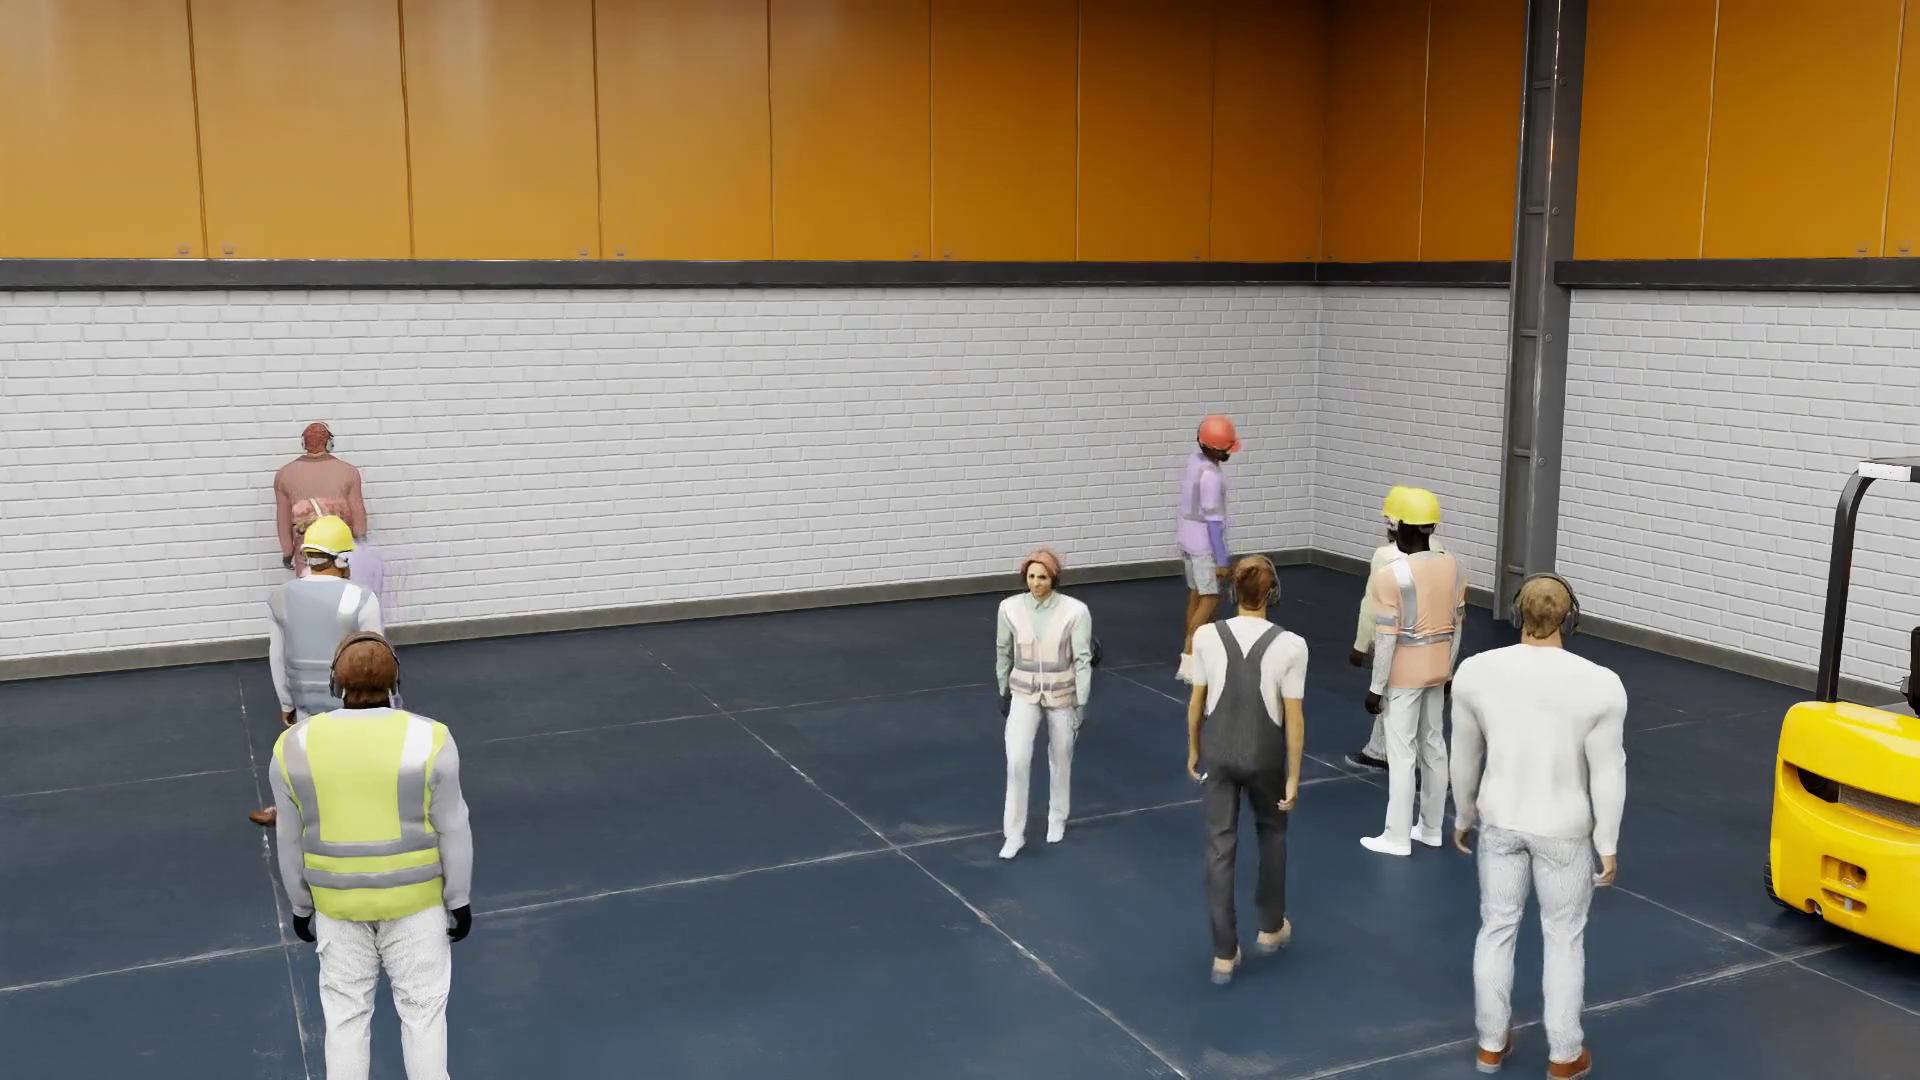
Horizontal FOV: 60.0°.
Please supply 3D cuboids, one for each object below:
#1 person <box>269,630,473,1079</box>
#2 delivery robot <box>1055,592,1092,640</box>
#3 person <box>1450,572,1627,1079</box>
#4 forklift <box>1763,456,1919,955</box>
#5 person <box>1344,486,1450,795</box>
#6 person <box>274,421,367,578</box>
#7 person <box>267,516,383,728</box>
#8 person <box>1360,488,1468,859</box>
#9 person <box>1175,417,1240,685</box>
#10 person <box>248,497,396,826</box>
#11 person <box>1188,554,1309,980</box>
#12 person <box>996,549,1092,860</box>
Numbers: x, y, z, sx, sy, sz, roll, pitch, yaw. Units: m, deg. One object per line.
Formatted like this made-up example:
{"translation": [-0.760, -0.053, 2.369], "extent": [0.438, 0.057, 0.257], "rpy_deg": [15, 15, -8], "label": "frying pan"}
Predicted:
{"translation": [-1.963, 1.214, 5.651], "extent": [0.633, 1.843, 0.429], "rpy_deg": [-1, 9, -4], "label": "person"}
{"translation": [0.701, 0.646, 12.866], "extent": [0.477, 0.478, 0.707], "rpy_deg": [-6, 11, -33], "label": "delivery robot"}
{"translation": [2.146, 1.076, 6.217], "extent": [0.633, 1.940, 0.383], "rpy_deg": [6, 11, 31], "label": "person"}
{"translation": [4.857, 0.731, 7.561], "extent": [2.313, 2.155, 1.214], "rpy_deg": [-4, 10, -25], "label": "forklift"}
{"translation": [2.605, 0.578, 9.777], "extent": [0.591, 1.796, 0.855], "rpy_deg": [-7, 12, -39], "label": "person"}
{"translation": [-4.830, 0.054, 12.648], "extent": [0.643, 1.910, 0.400], "rpy_deg": [-1, 9, -7], "label": "person"}
{"translation": [-3.120, 0.790, 8.322], "extent": [0.599, 1.827, 0.404], "rpy_deg": [1, 9, 8], "label": "person"}
{"translation": [2.350, 0.689, 8.638], "extent": [0.588, 1.930, 0.359], "rpy_deg": [-5, 11, -31], "label": "person"}
{"translation": [1.817, 0.067, 12.346], "extent": [0.397, 1.989, 0.714], "rpy_deg": [-1, 9, -5], "label": "person"}
{"translation": [-3.359, 0.670, 9.038], "extent": [1.012, 1.844, 0.683], "rpy_deg": [1, 9, 6], "label": "person"}
{"translation": [1.255, 0.957, 7.305], "extent": [0.540, 1.817, 0.751], "rpy_deg": [3, 10, 18], "label": "person"}
{"translation": [0.424, 0.849, 8.638], "extent": [0.521, 1.604, 0.725], "rpy_deg": [2, 9, 11], "label": "person"}
